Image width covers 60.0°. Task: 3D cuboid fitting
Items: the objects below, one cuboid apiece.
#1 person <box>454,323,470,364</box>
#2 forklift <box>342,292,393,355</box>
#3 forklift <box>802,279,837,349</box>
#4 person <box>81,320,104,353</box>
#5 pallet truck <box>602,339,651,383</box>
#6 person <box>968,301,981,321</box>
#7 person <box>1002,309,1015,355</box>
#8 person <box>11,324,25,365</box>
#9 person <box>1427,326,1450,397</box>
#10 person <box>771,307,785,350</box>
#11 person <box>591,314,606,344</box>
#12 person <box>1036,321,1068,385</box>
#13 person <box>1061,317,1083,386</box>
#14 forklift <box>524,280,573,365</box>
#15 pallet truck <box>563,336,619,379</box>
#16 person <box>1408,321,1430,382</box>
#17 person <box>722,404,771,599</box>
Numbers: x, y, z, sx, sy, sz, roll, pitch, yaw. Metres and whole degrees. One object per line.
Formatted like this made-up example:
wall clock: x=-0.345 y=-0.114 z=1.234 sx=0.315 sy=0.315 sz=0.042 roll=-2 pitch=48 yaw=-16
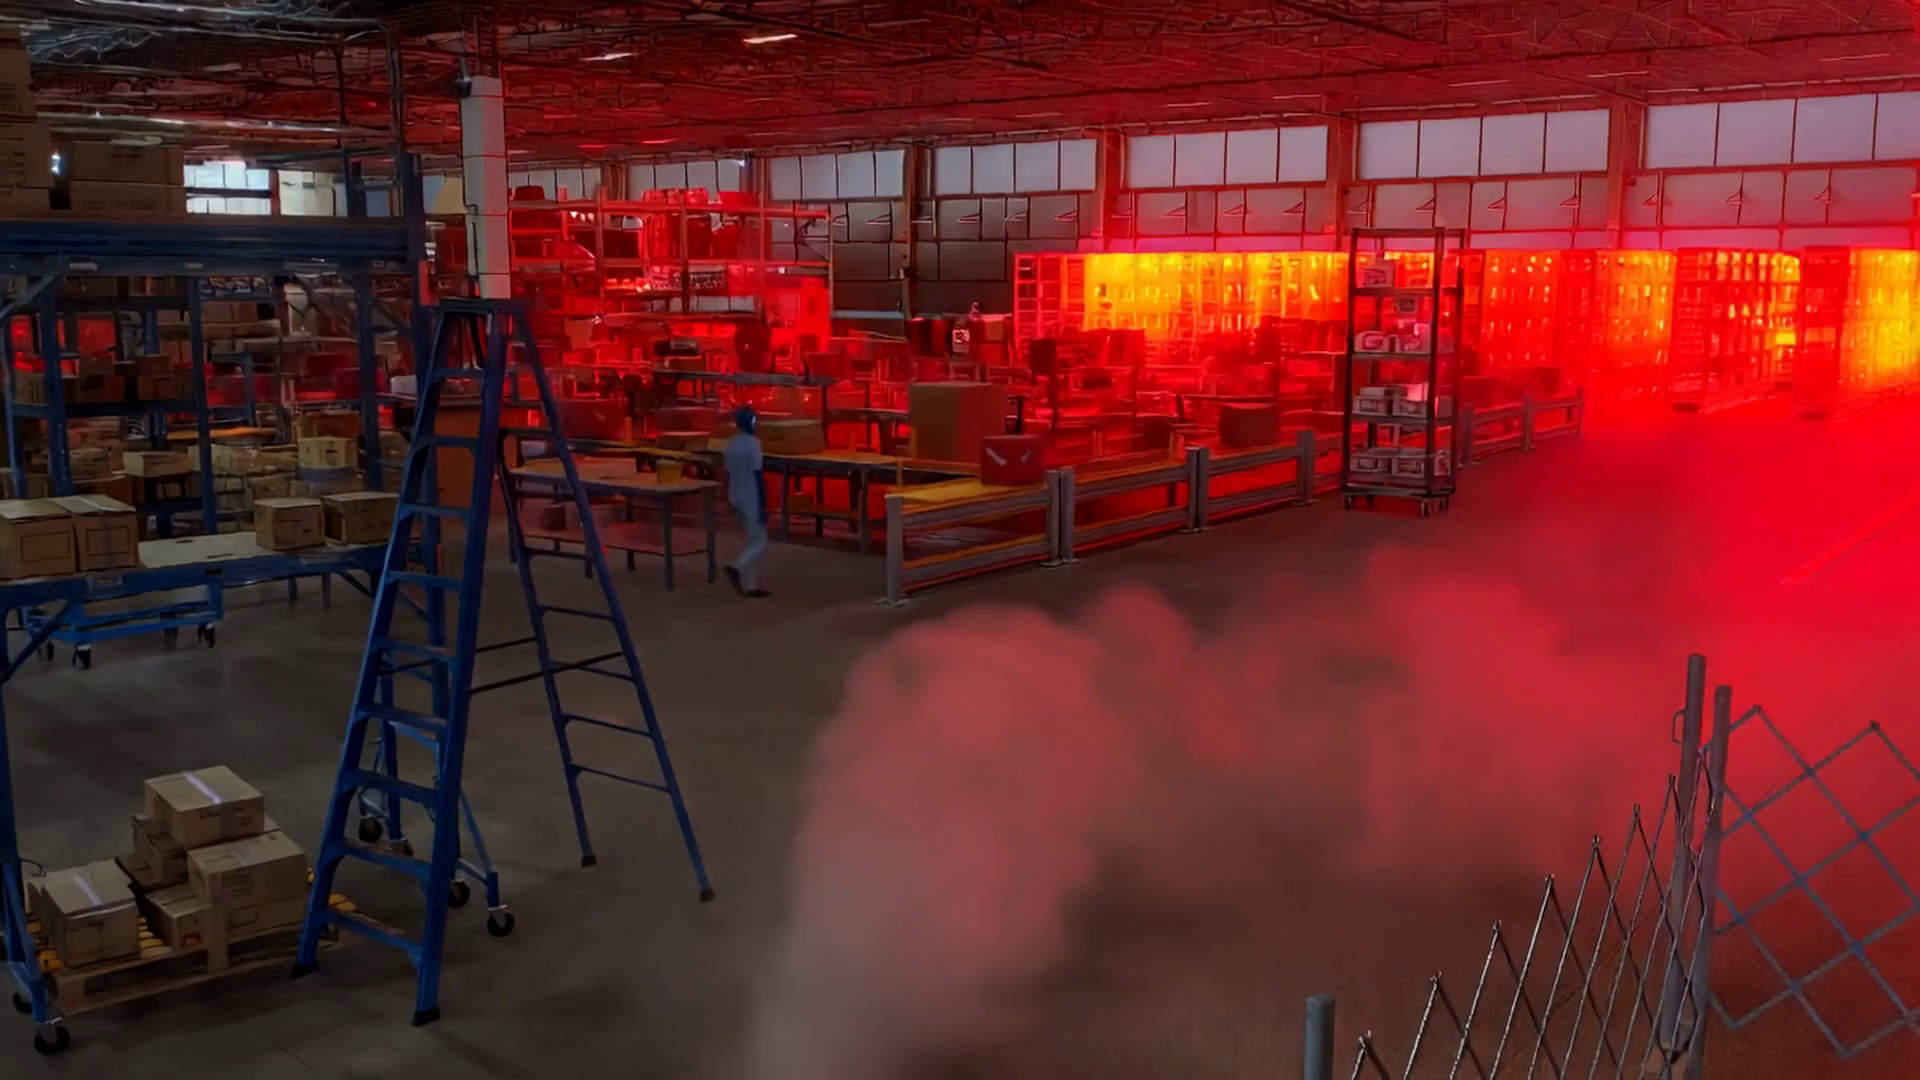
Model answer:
person: x=-13.840 y=-5.186 z=46.132 sx=0.694 sy=1.675 sz=0.538 roll=5 pitch=11 yaw=31
forklift: x=-16.485 y=-5.622 z=45.120 sx=1.129 sy=2.768 sz=1.873 roll=7 pitch=11 yaw=37
forklift: x=-5.597 y=-8.612 z=63.779 sx=1.129 sy=2.768 sz=1.873 roll=7 pitch=11 yaw=37
person: x=-21.266 y=-4.431 z=40.717 sx=0.645 sy=1.908 sz=0.408 roll=3 pitch=10 yaw=20
pallet truck: x=-8.991 y=-4.871 z=45.351 sx=0.653 sy=1.274 sz=1.630 roll=7 pitch=11 yaw=37
person: x=0.594 y=-8.706 z=67.302 sx=0.545 sy=1.938 sz=0.357 roll=-2 pitch=9 yaw=-15
person: x=1.806 y=-7.736 z=61.888 sx=0.485 sy=1.735 sz=0.343 roll=-1 pitch=9 yaw=-8
person: x=-26.562 y=-5.237 z=46.676 sx=0.750 sy=1.602 sz=0.537 roll=-9 pitch=13 yaw=-43
person: x=11.111 y=-4.050 z=38.636 sx=0.600 sy=1.807 sz=0.418 roll=-7 pitch=12 yaw=-38
person: x=-6.169 y=-6.931 z=56.317 sx=0.413 sy=1.922 sz=0.639 roll=4 pitch=10 yaw=22
person: x=-11.095 y=-5.982 z=50.719 sx=0.621 sy=1.795 sz=0.844 roll=6 pitch=11 yaw=32
person: x=2.379 y=-4.864 z=43.794 sx=1.008 sy=1.779 sz=0.583 roll=7 pitch=11 yaw=37
person: x=3.031 y=-4.988 z=44.258 sx=0.670 sy=1.881 sz=0.431 roll=-4 pitch=10 yaw=-23
forklift: x=-13.316 y=-6.828 z=52.646 sx=1.129 sy=2.768 sz=1.873 roll=7 pitch=11 yaw=37
pallet truck: x=-10.690 y=-5.294 z=48.215 sx=1.601 sy=1.201 sz=0.680 roll=-5 pitch=10 yaw=-26
person: x=10.465 y=-3.996 z=37.838 sx=0.491 sy=1.962 sz=0.610 roll=7 pitch=11 yaw=35
person: x=-2.030 y=-0.334 z=15.382 sx=0.547 sy=1.835 sz=0.623 roll=7 pitch=12 yaw=38
